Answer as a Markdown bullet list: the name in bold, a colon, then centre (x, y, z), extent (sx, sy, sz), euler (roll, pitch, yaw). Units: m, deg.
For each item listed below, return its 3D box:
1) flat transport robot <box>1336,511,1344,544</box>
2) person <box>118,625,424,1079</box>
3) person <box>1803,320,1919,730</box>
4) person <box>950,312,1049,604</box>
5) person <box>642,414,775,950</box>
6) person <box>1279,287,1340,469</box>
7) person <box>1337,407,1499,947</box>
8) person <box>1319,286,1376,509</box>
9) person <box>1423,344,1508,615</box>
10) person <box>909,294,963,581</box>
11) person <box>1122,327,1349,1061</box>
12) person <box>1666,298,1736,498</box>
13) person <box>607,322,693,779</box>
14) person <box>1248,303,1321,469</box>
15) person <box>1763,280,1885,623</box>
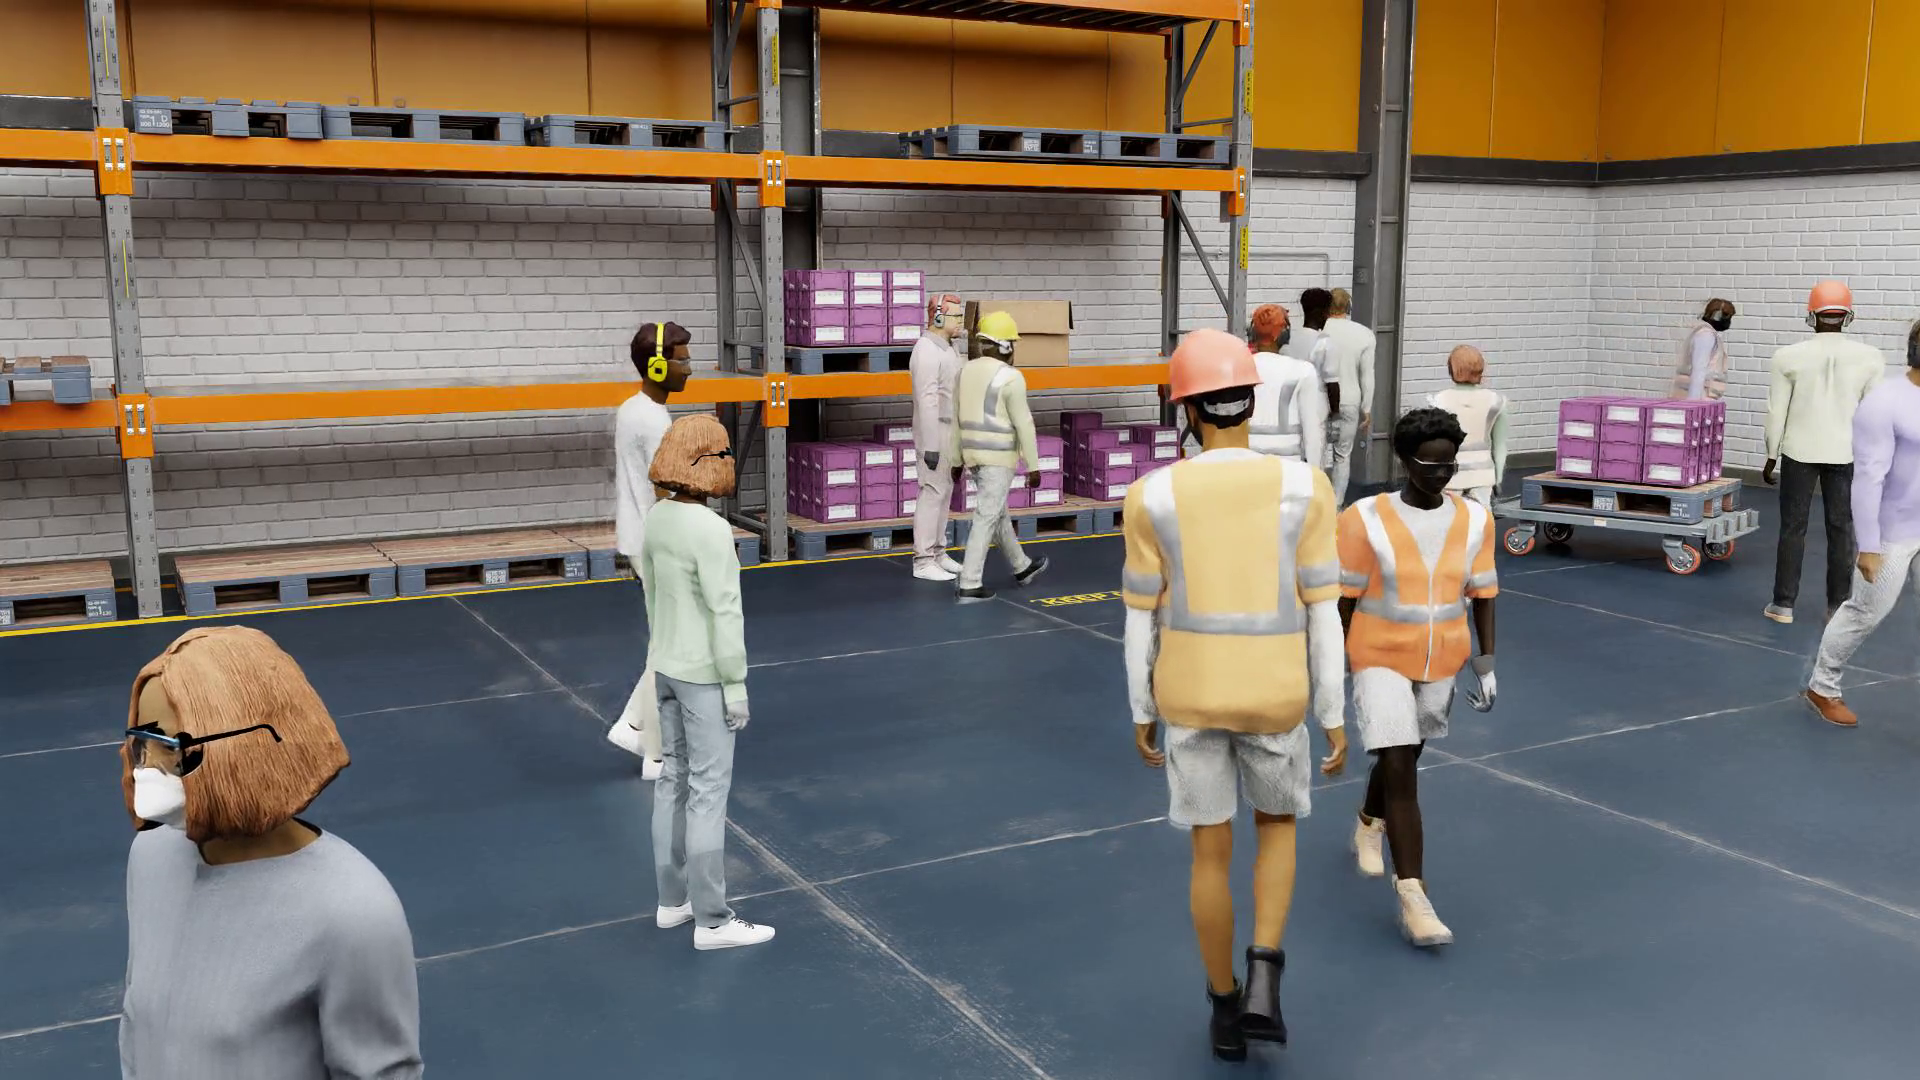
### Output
- **flat transport robot**: centre (3.184, -0.109, 12.524), extent (1.431, 0.197, 0.652), euler (-7, 12, -37)
- **person**: centre (-0.904, 0.911, 2.162), extent (0.497, 1.634, 0.278), euler (5, 11, 29)
- **person**: centre (4.066, -0.031, 7.149), extent (0.650, 1.890, 1.035), euler (-2, 10, -12)
- **person**: centre (0.290, -0.524, 10.432), extent (0.911, 1.786, 0.618), euler (-7, 12, -37)
- **person**: centre (-0.794, 0.429, 5.101), extent (0.280, 1.634, 0.498), euler (-7, 12, -36)
- **person**: centre (2.603, -0.972, 12.763), extent (0.845, 1.937, 0.605), euler (-6, 11, -34)
- **person**: centre (1.443, 0.387, 5.328), extent (0.536, 1.639, 0.911), euler (-2, 9, -10)
- **person**: centre (3.029, -1.081, 13.448), extent (0.628, 1.926, 0.431), euler (3, 10, 16)
- **person**: centre (2.939, -0.327, 9.728), extent (0.520, 1.627, 0.412), euler (1, 9, 5)
- **person**: centre (-0.118, -0.682, 11.085), extent (0.400, 1.900, 0.636), euler (2, 9, 10)
- **person**: centre (0.711, 0.412, 4.341), extent (0.591, 1.918, 0.452), euler (2, 9, 10)
- **person**: centre (6.507, -1.201, 14.538), extent (0.607, 1.803, 0.686), euler (3, 10, 17)
- **person**: centre (-1.177, 0.061, 6.659), extent (0.380, 1.856, 0.569), euler (-3, 10, -19)
- **person**: centre (1.758, -0.399, 9.444), extent (0.580, 1.866, 0.406), euler (6, 11, 31)
- **person**: centre (4.988, -0.499, 9.649), extent (0.611, 1.997, 0.375), euler (3, 10, 15)
